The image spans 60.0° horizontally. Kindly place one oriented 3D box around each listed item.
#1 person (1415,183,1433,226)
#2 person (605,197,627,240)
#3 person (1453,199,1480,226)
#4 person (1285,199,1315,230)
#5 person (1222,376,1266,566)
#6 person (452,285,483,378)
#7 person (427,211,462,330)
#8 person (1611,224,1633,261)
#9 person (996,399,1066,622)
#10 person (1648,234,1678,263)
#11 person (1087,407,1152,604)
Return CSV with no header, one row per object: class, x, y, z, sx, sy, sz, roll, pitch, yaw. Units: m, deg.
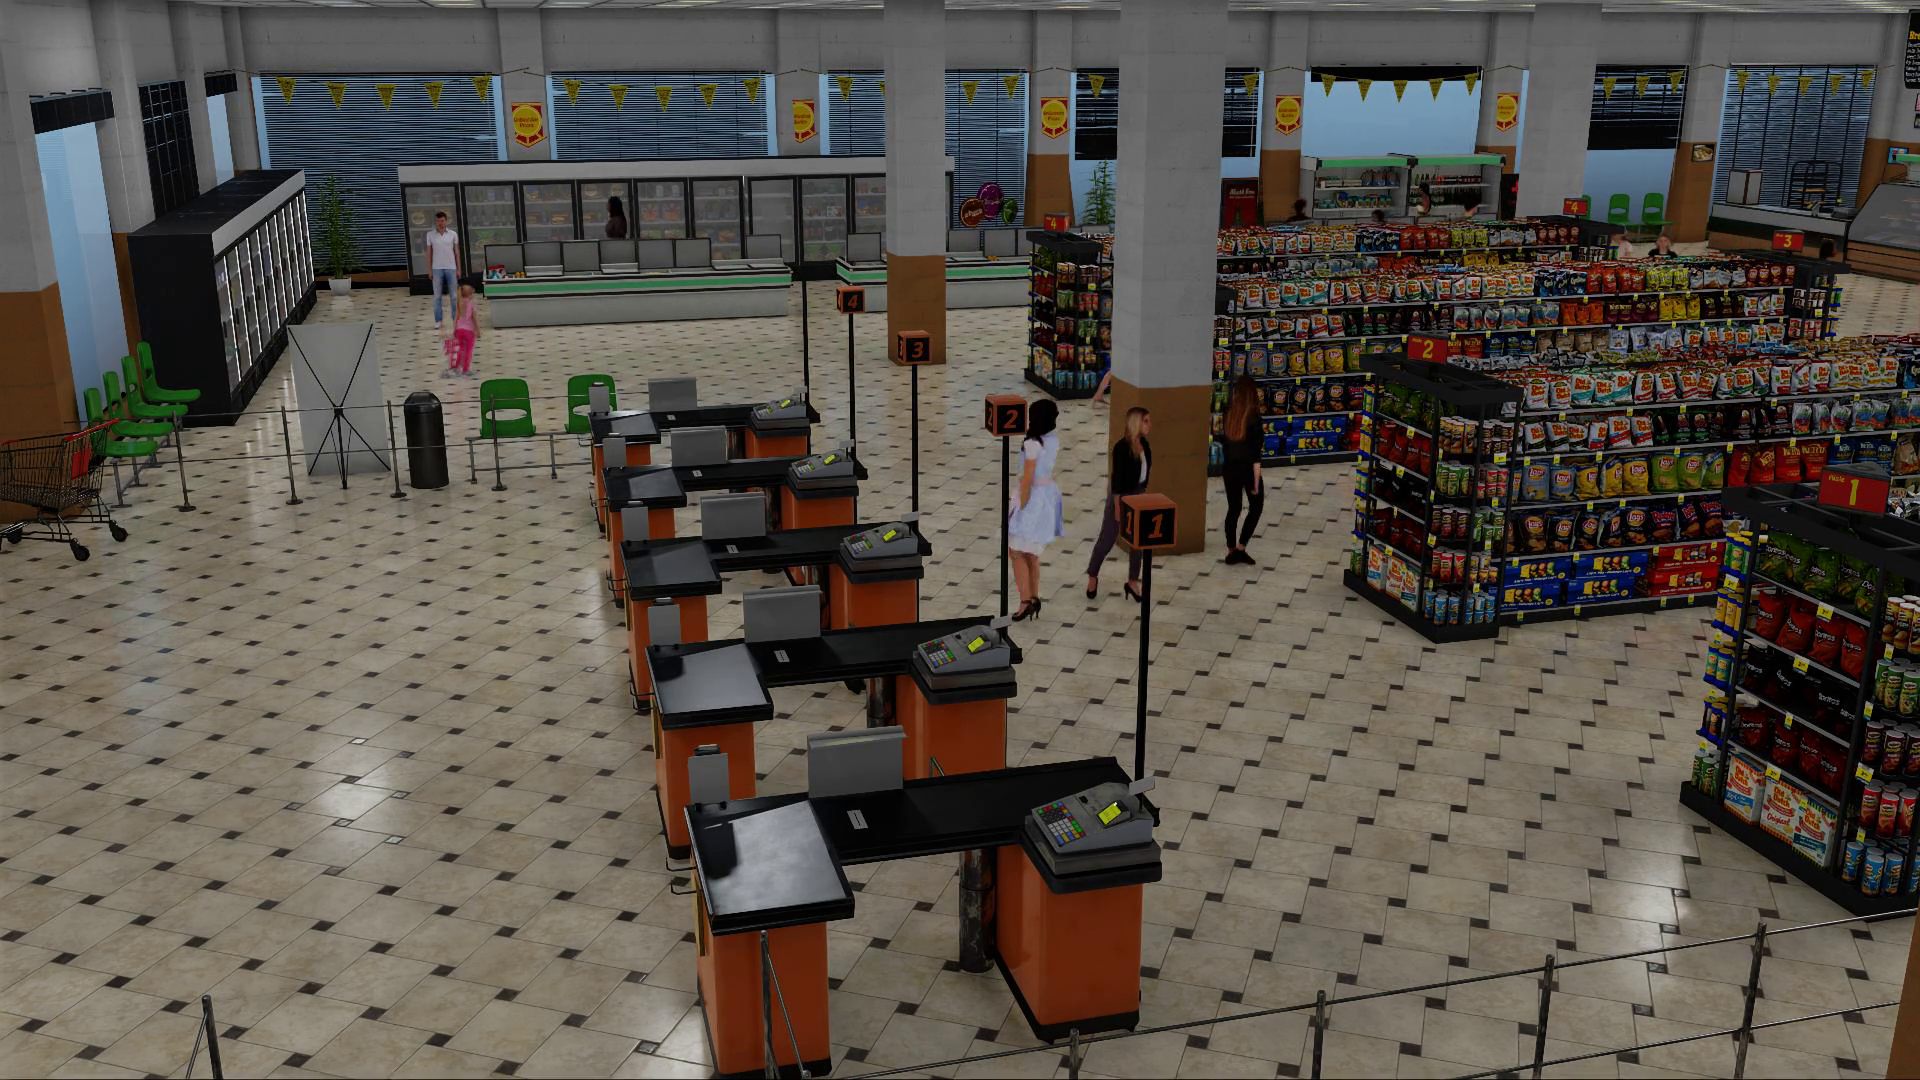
person,9.252,-6.167,32.885,0.873,1.734,0.764,5,18,16
person,-5.866,-5.047,29.105,1.157,1.788,0.733,-6,18,-20
person,8.395,-4.738,27.978,1.273,1.850,0.897,-9,19,-27
person,5.769,-4.894,28.582,1.302,1.799,1.090,-16,23,-41
person,2.394,-0.570,14.533,0.765,1.687,0.722,-15,23,-41
person,-6.808,-2.861,22.823,0.627,1.253,0.706,2,17,8
person,-8.259,-4.328,26.620,0.498,1.856,0.724,-6,18,-19
person,10.327,-4.092,26.111,1.109,1.699,0.884,-13,21,-36
person,0.685,-0.204,13.175,0.909,1.775,0.849,6,18,19
person,10.584,-3.782,25.177,1.106,1.649,1.129,8,19,25
person,1.293,-0.275,13.639,0.808,1.641,0.846,-14,22,-39
